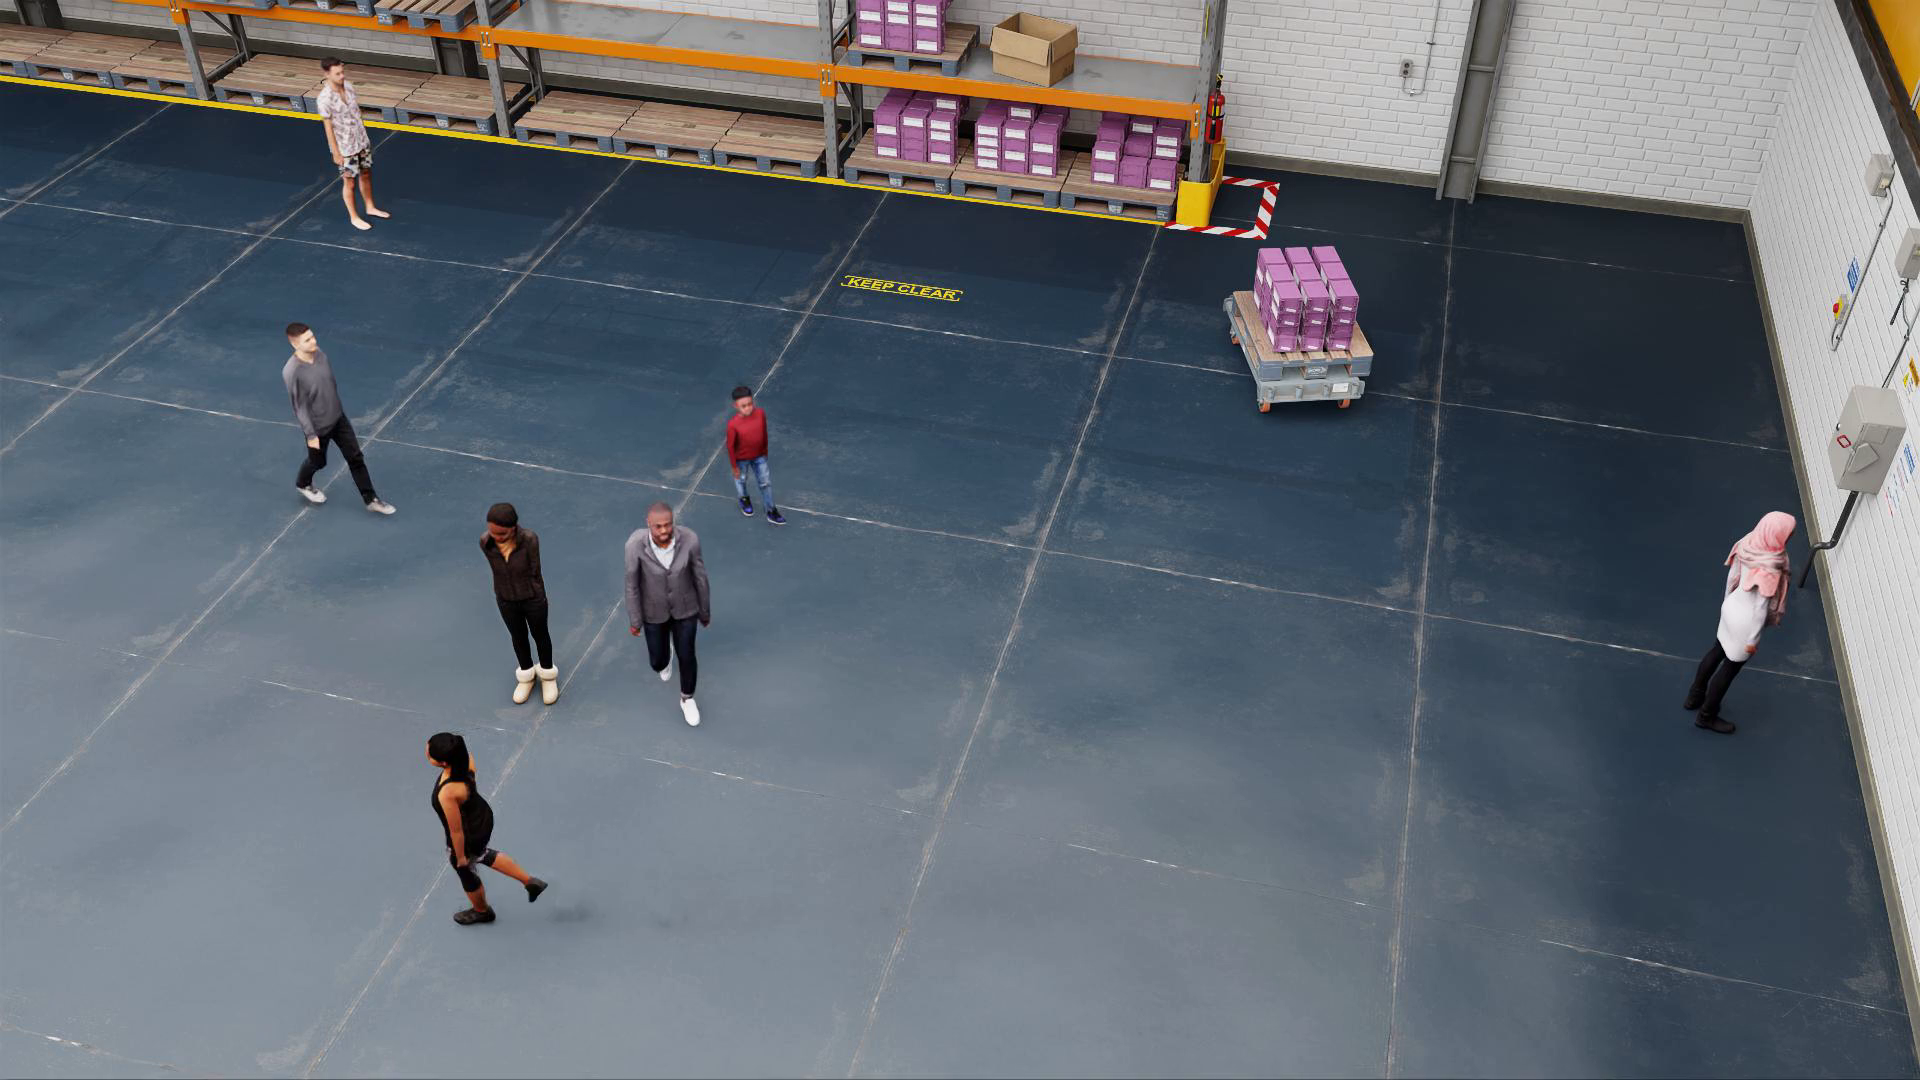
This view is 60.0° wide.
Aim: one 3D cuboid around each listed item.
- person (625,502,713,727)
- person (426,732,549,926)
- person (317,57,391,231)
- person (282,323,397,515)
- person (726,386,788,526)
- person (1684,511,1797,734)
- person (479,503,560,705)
[{"bbox_3d":[-2.008,0.436,11.436,0.963,1.807,1.001,-9,39,-11],"label":"person"},{"bbox_3d":[-2.863,1.725,9.949,0.895,1.650,0.701,1,39,1],"label":"person"},{"bbox_3d":[-6.315,-4.110,17.124,0.622,1.812,0.703,16,41,19],"label":"person"},{"bbox_3d":[-5.140,-0.952,13.234,1.163,1.733,0.703,13,40,16],"label":"person"},{"bbox_3d":[-1.723,-0.725,13.347,0.793,1.238,0.853,-20,43,-23],"label":"person"},{"bbox_3d":[5.317,0.540,11.310,0.660,1.803,0.686,1,39,1],"label":"person"},{"bbox_3d":[-3.064,0.386,11.616,0.637,1.661,0.704,-16,41,-20],"label":"person"}]
